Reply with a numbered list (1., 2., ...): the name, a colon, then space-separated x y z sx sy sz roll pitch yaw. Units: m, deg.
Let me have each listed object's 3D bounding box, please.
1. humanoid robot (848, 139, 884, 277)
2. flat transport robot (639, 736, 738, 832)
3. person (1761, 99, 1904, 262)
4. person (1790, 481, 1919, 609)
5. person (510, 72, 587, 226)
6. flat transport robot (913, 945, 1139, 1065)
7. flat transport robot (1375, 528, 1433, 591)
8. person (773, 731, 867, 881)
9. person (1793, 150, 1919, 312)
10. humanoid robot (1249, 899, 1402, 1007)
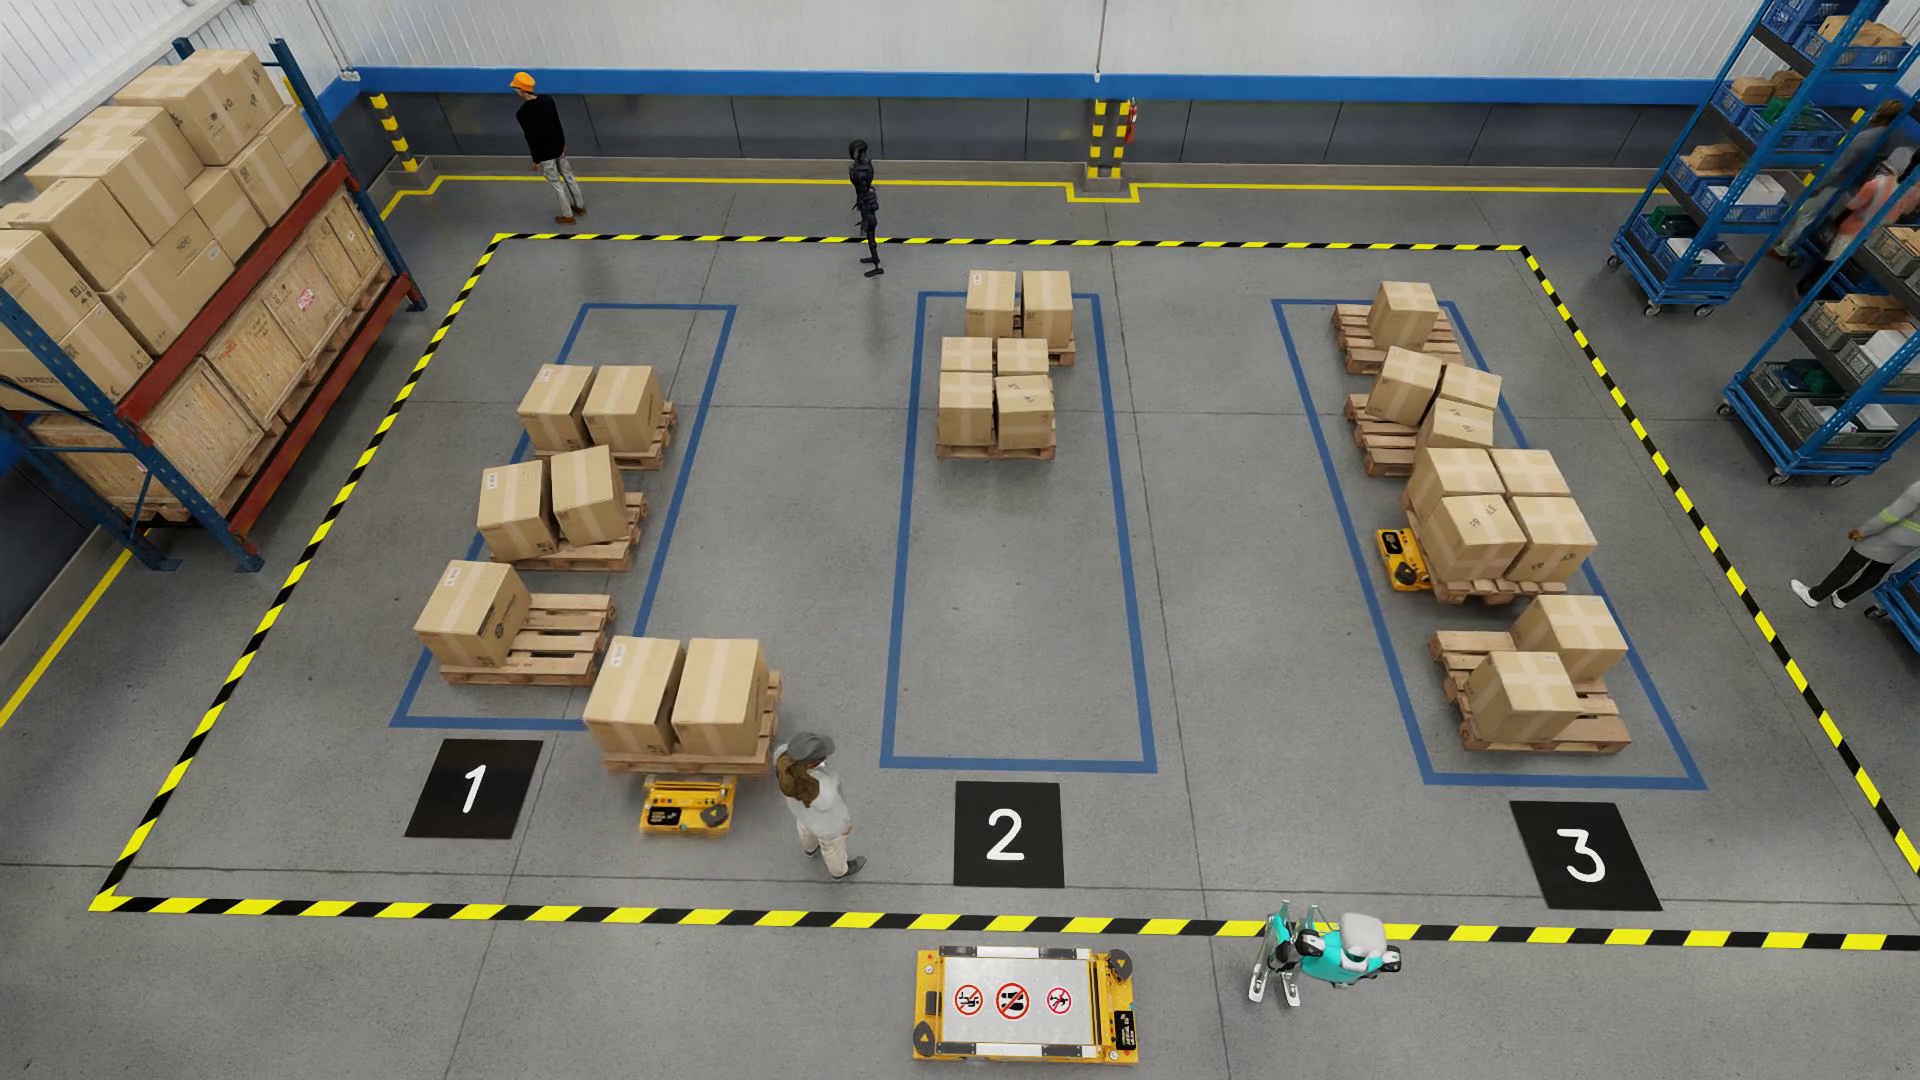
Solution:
1. humanoid robot: -1.111 -3.882 10.732 0.315 1.656 0.599 -8 51 -6
2. flat transport robot: -2.033 1.556 7.199 0.652 0.197 1.431 1 51 1
3. person: 10.394 -4.235 10.871 0.626 1.932 0.365 -20 53 -15
4. person: 7.693 -0.069 7.520 0.589 1.853 0.372 5 51 4
5. person: -5.118 -4.845 11.393 0.366 1.883 0.590 19 53 15
6. flat transport robot: 0.422 3.041 6.007 1.431 0.231 0.659 1 51 1
7. flat transport robot: 4.614 0.154 8.343 1.431 0.197 0.652 1 51 1
8. person: -0.943 1.767 6.079 0.569 1.763 0.404 36 59 25
9. person: 10.045 -3.347 10.150 0.608 1.920 0.973 6 51 5
10. humanoid robot: 2.125 2.378 5.510 0.533 1.681 0.735 8 51 7
